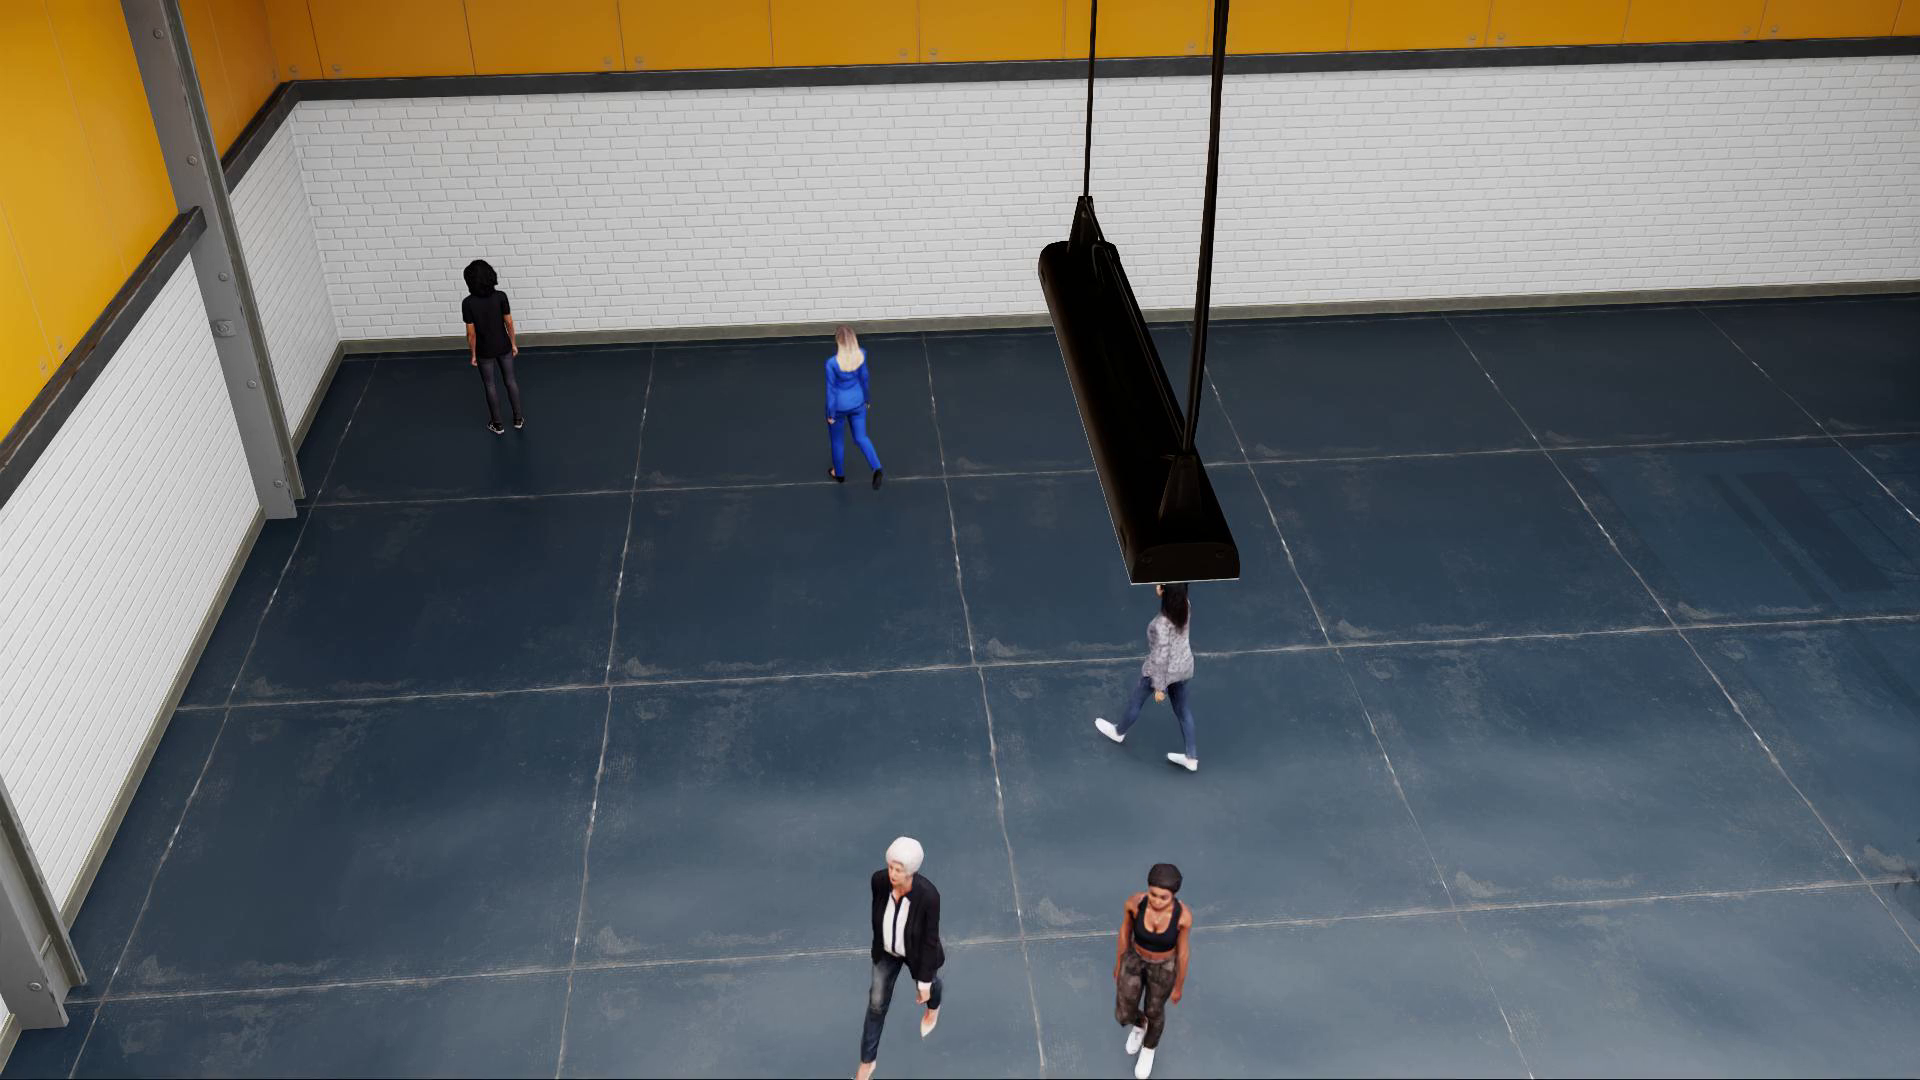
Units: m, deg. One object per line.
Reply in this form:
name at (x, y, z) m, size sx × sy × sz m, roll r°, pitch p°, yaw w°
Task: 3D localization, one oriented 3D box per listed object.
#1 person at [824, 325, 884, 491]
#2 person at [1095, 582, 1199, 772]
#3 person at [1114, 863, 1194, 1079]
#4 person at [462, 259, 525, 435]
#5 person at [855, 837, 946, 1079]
person at (-1.004, -1.199, 15.532) m, size 0.938 × 1.683 × 1.095 m, roll -23°, pitch 40°, yaw -30°
person at (1.605, 1.001, 12.212) m, size 1.146 × 1.693 × 1.081 m, roll 26°, pitch 41°, yaw 33°
person at (1.169, 2.508, 9.953) m, size 0.719 × 1.685 × 0.774 m, roll 11°, pitch 35°, yaw 16°
person at (-4.629, -1.919, 16.478) m, size 0.701 × 1.836 × 0.671 m, roll -17°, pitch 37°, yaw -23°
person at (-0.309, 2.374, 9.700) m, size 1.119 × 1.752 × 1.199 m, roll 17°, pitch 37°, yaw 24°
